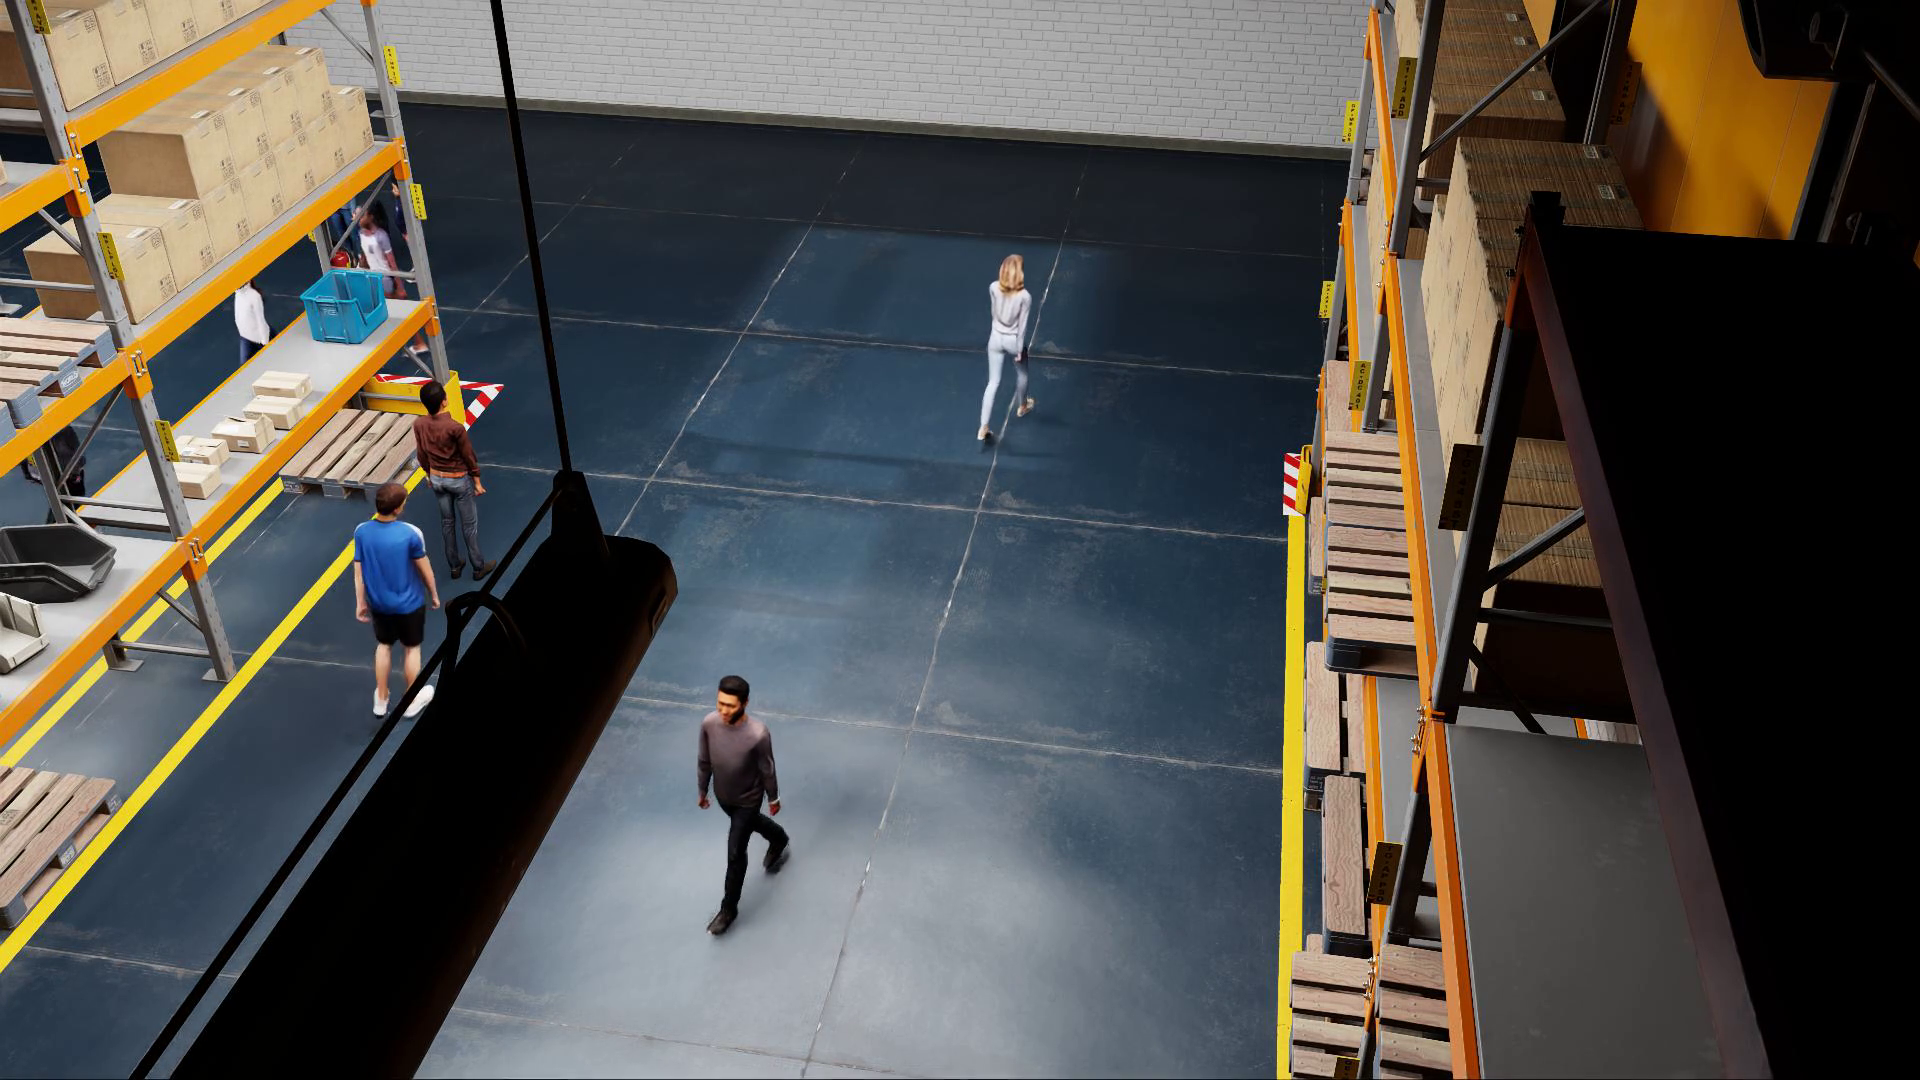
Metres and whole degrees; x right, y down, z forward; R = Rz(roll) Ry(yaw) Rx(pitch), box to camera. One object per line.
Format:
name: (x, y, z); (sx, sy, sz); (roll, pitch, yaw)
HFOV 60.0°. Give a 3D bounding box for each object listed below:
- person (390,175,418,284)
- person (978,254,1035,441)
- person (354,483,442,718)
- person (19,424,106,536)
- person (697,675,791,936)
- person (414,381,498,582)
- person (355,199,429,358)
person: (-6.051, -3.433, 18.241); (0.656, 1.221, 0.562); (-11, 35, -17)
person: (0.378, -1.725, 15.197); (0.862, 1.746, 1.278); (17, 37, 23)
person: (-4.050, 0.470, 11.825); (0.805, 1.823, 0.753); (-8, 35, -13)
person: (-7.426, -0.540, 13.560); (0.720, 1.585, 0.802); (10, 35, 15)
person: (-1.316, 1.526, 10.322); (0.917, 1.729, 1.236); (13, 36, 19)
person: (-4.059, -0.466, 13.270); (0.649, 1.782, 0.524); (7, 34, 10)
person: (-5.618, -2.565, 16.508); (1.160, 1.694, 1.017); (-29, 43, -36)
